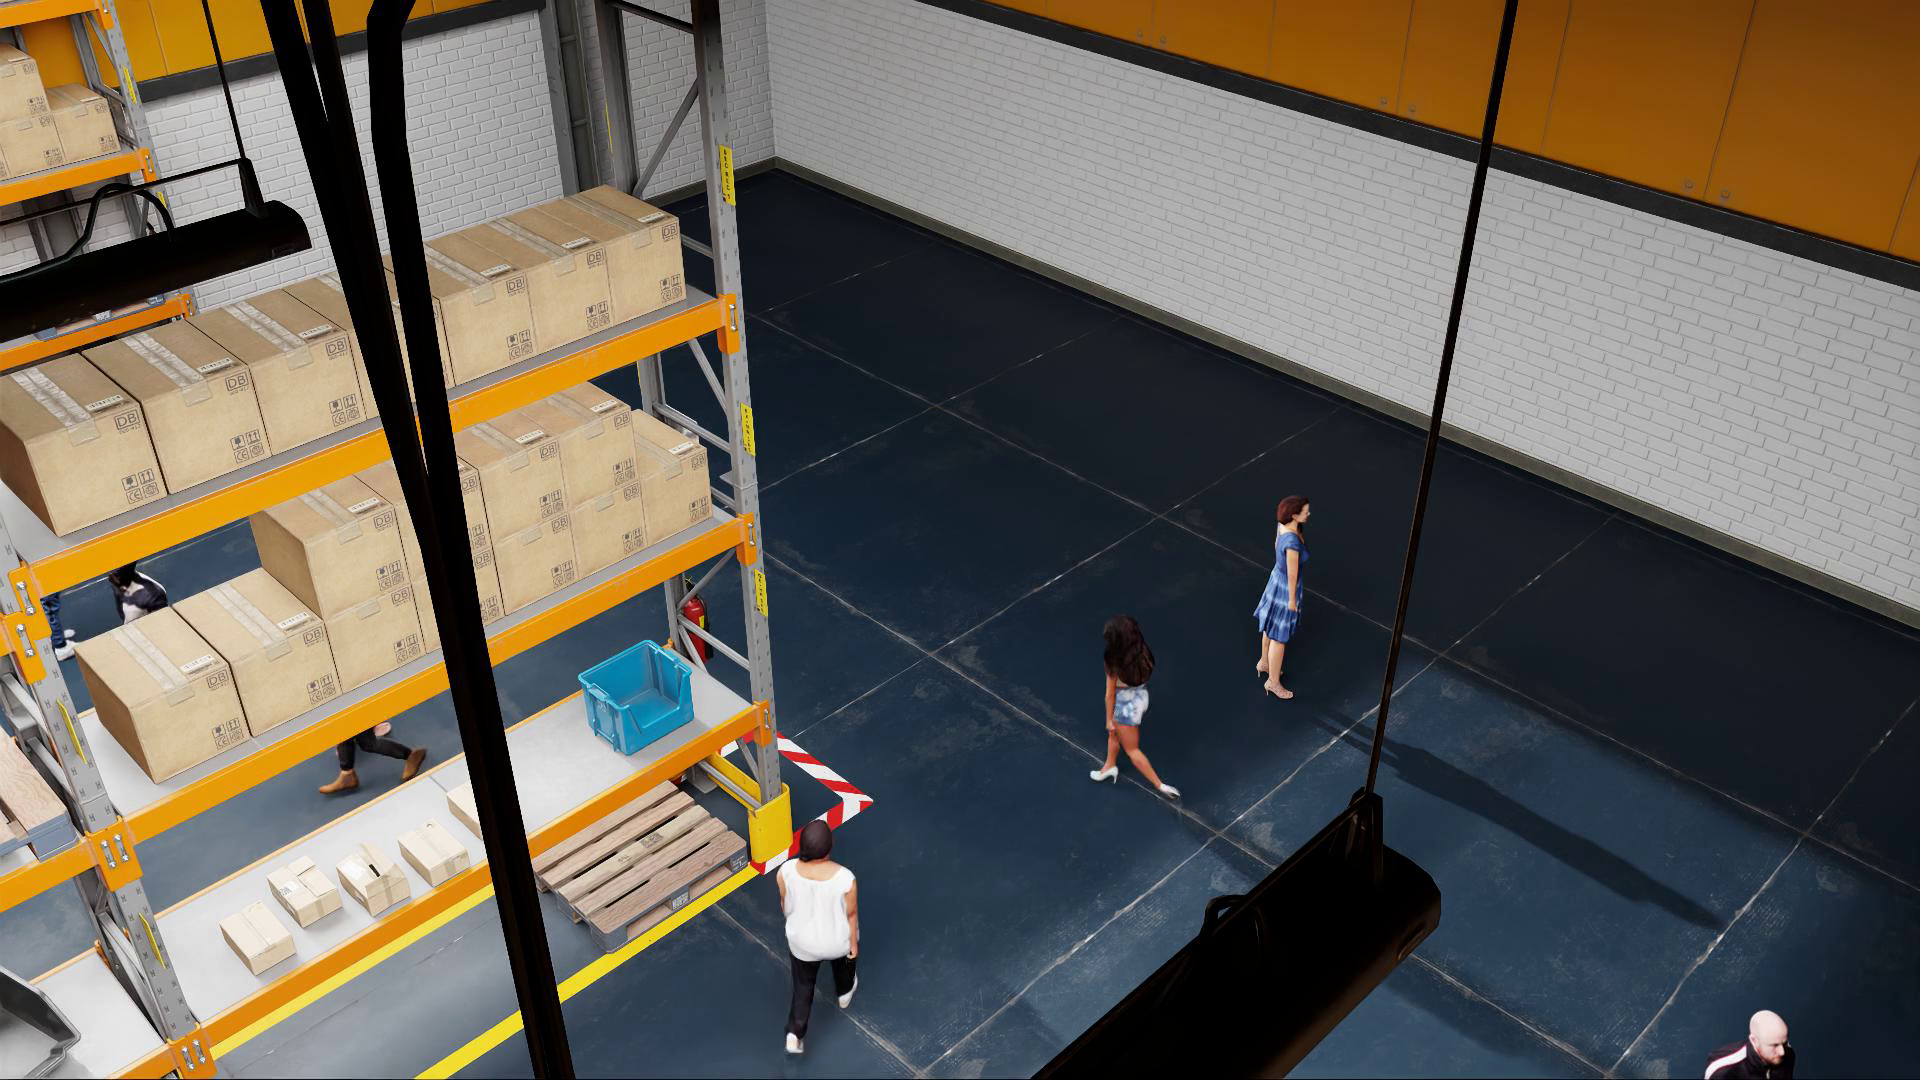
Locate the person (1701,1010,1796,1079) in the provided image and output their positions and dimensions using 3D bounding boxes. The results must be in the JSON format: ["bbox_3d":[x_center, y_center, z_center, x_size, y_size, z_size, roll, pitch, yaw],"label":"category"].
[{"bbox_3d":[4.050,3.134,8.833,0.685,1.836,0.821,-10,35,-15],"label":"person"}]

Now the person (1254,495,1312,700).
[{"bbox_3d":[2.531,0.423,12.939,0.792,1.806,0.747,-2,34,-3],"label":"person"}]

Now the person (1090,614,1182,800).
[{"bbox_3d":[1.267,1.249,11.898,0.812,1.582,0.986,21,39,28],"label":"person"}]

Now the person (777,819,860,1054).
[{"bbox_3d":[-0.865,2.410,10.084,0.997,1.659,1.171,7,34,11],"label":"person"}]
